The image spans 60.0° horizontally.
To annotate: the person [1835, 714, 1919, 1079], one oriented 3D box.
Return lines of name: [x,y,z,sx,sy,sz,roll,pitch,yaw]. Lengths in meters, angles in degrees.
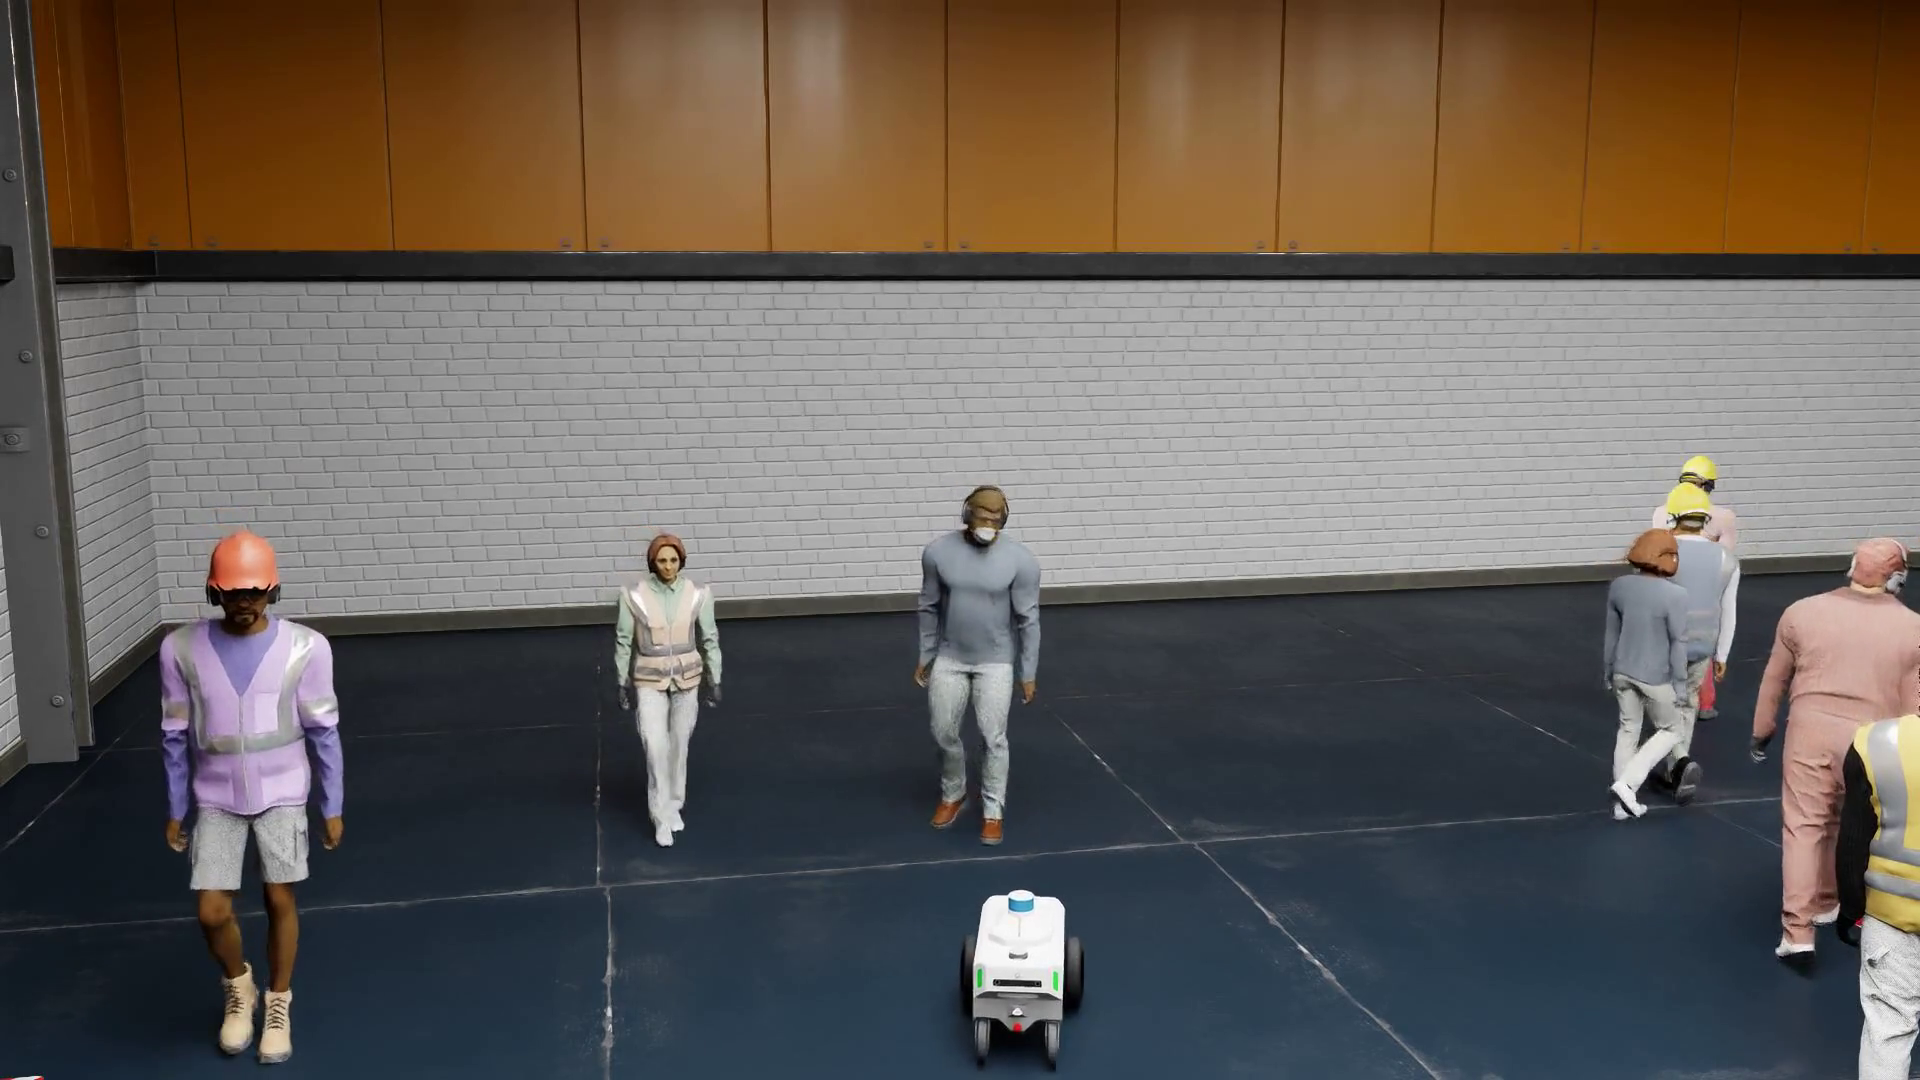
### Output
person: [3.168,1.215,5.378,0.625,1.844,0.429,5,10,27]

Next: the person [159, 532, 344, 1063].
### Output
person: [-2.655,0.972,6.263,0.647,2.031,0.408,-3,10,-16]

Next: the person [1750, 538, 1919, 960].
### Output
person: [3.838,0.908,7.280,0.717,1.847,0.963,6,11,34]

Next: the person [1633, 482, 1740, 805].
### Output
person: [4.015,0.591,9.255,0.601,1.817,0.647,0,9,-2]

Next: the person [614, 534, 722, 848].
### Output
person: [-1.498,0.781,8.672,0.546,1.612,0.650,-4,10,-22]

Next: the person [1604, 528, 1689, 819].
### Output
person: [3.672,0.736,8.942,0.406,1.616,0.529,-5,11,-30]

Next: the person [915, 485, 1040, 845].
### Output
person: [0.099,0.641,8.688,0.677,1.910,0.452,3,10,17]

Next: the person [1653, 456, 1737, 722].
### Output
person: [4.859,0.320,11.065,0.528,1.765,0.327,5,11,28]

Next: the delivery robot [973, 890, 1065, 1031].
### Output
delivery robot: [0.239,1.621,6.527,0.477,0.478,0.707,1,9,4]
